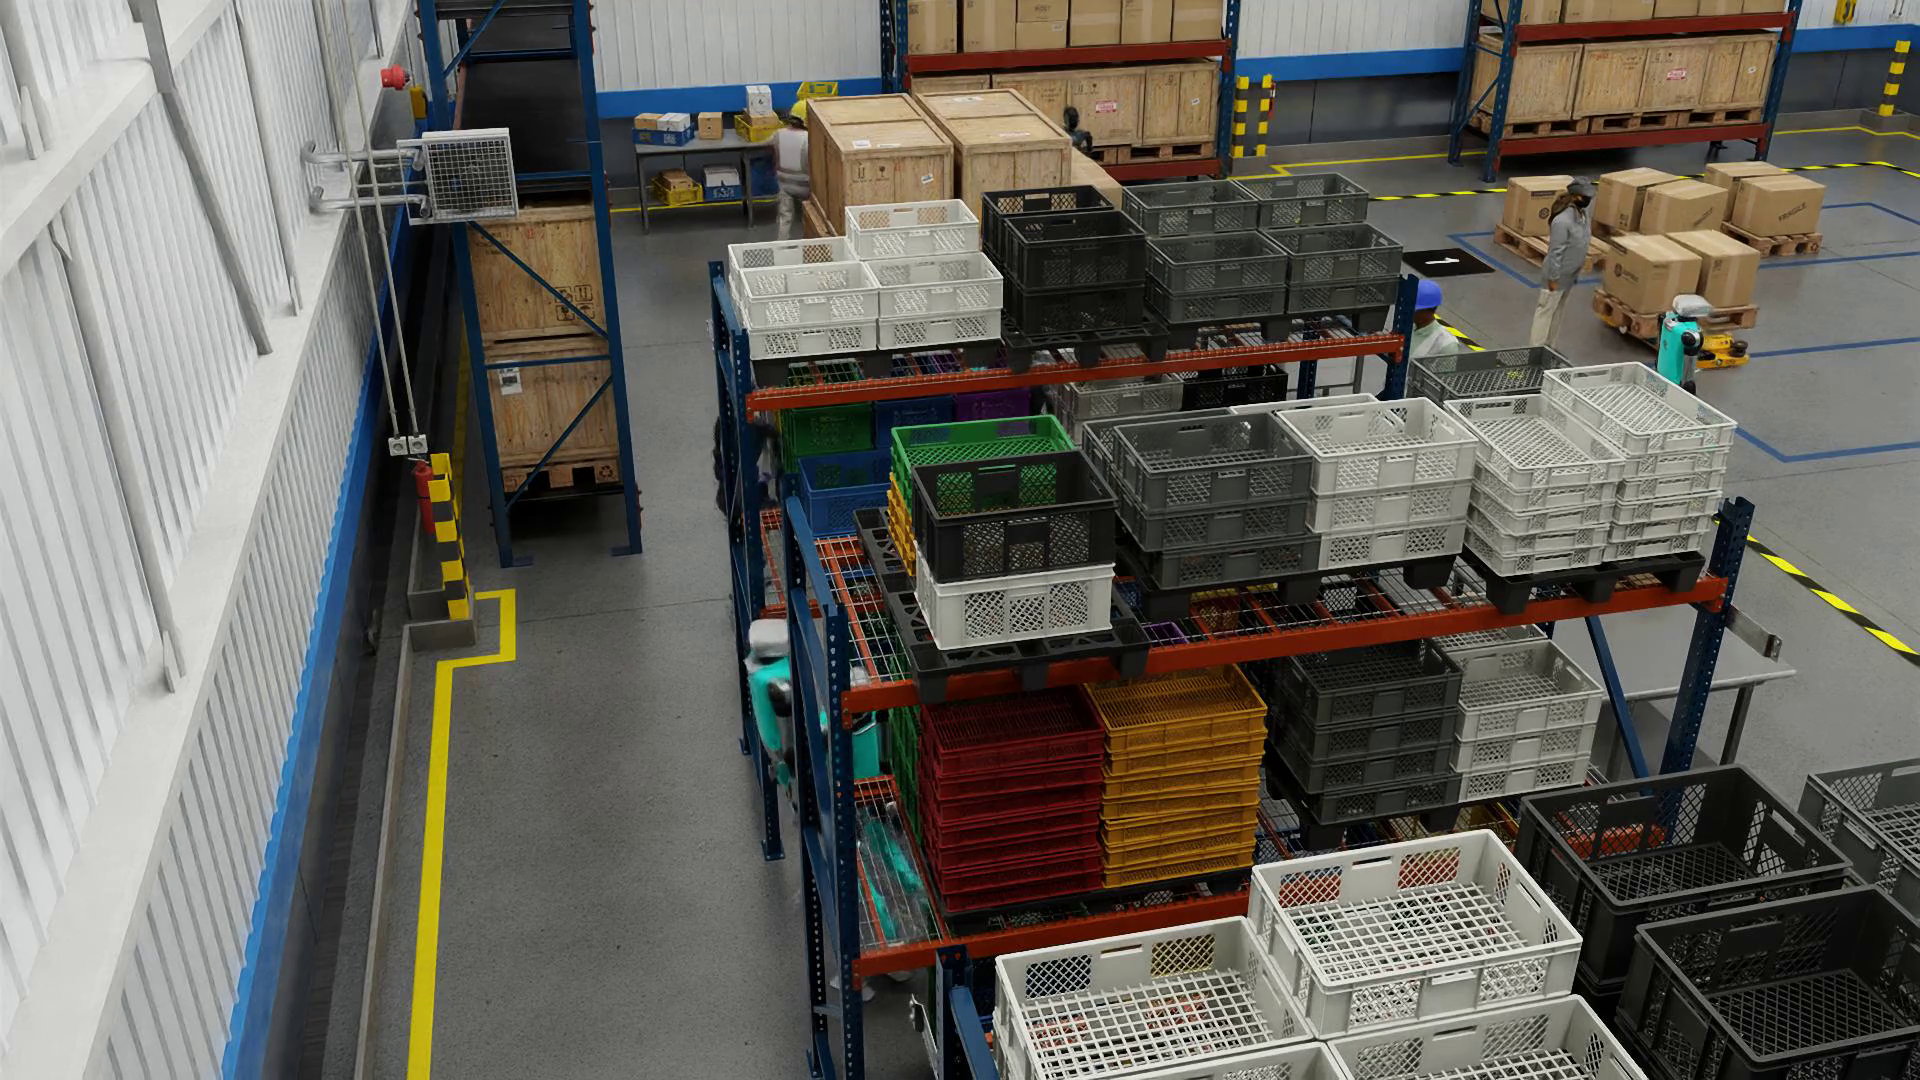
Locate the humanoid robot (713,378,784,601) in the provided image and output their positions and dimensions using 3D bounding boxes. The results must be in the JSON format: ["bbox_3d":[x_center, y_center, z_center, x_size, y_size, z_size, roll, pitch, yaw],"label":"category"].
[{"bbox_3d":[-1.459,-0.289,11.112,0.592,1.634,0.673,12,30,22],"label":"humanoid robot"}]

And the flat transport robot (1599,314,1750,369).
[{"bbox_3d":[6.767,-1.985,15.782,0.652,0.197,1.431,-6,28,-12],"label":"flat transport robot"}]

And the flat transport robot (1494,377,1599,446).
[{"bbox_3d":[4.780,-1.036,14.013,0.659,0.231,1.431,-6,28,-12],"label":"flat transport robot"}]

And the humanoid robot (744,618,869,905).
[{"bbox_3d":[-0.675,1.159,8.306,0.724,1.811,0.530,-11,30,-19],"label":"humanoid robot"}]

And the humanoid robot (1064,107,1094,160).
[{"bbox_3d":[1.178,-3.855,17.889,0.612,1.625,0.611,-10,30,-19],"label":"humanoid robot"}]

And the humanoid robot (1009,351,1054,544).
[{"bbox_3d":[0.557,-0.669,11.812,0.461,1.633,0.608,-20,34,-33],"label":"humanoid robot"}]

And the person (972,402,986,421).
[{"bbox_3d":[0.029,0.016,10.117,0.610,2.039,0.389,-5,28,-9],"label":"person"}]

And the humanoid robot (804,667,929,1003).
[{"bbox_3d":[-0.337,1.435,7.688,0.679,1.756,0.548,22,35,35],"label":"humanoid robot"}]

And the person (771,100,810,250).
[{"bbox_3d":[-1.707,-3.734,17.522,0.598,1.769,0.969,9,29,16],"label":"person"}]

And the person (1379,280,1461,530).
[{"bbox_3d":[3.297,-0.966,12.090,0.415,1.939,0.607,-15,31,-26],"label":"person"}]

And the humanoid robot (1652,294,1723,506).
[{"bbox_3d":[5.414,-0.993,12.216,0.735,1.673,0.533,-1,28,-2],"label":"humanoid robot"}]

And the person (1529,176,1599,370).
[{"bbox_3d":[5.433,-2.417,15.020,0.394,1.769,0.564,22,35,36],"label":"person"}]

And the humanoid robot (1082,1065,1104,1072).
[{"bbox_3d":[0.395,2.409,5.952,0.343,1.649,0.611,3,28,6],"label":"humanoid robot"}]

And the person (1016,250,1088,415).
[{"bbox_3d":[0.715,-1.339,12.852,0.573,1.887,0.355,6,28,12],"label":"person"}]

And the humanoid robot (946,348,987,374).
[{"bbox_3d":[-0.143,-0.489,11.444,0.796,1.810,0.547,-18,33,-31],"label":"humanoid robot"}]

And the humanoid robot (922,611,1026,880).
[{"bbox_3d":[0.212,1.089,8.452,0.794,1.830,0.559,-10,29,-18],"label":"humanoid robot"}]
